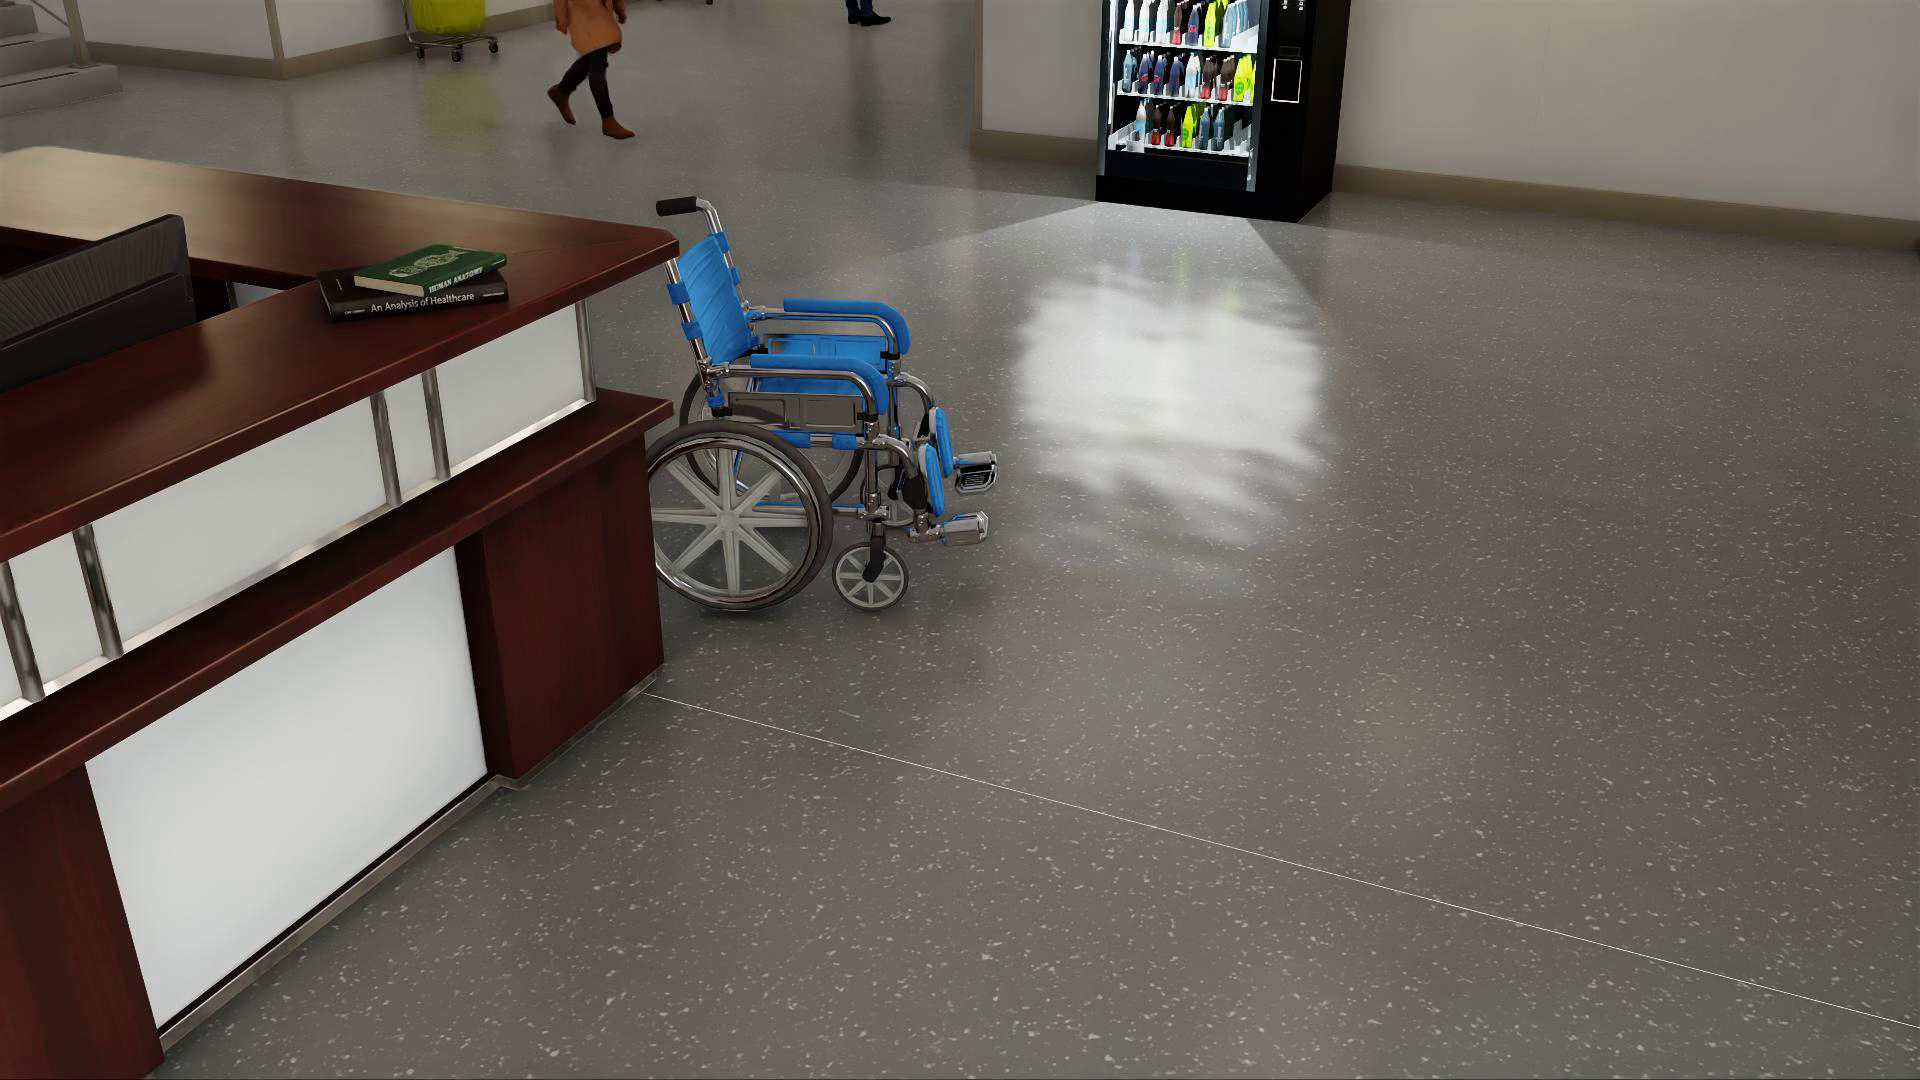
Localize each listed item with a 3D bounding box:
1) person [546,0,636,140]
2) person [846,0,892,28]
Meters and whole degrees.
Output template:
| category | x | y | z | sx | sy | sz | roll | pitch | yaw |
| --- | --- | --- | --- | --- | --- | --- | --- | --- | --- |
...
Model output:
| category | x | y | z | sx | sy | sz | roll | pitch | yaw |
| --- | --- | --- | --- | --- | --- | --- | --- | --- | --- |
| person | -2.528 | -3.545 | 11.036 | 1.089 | 1.694 | 0.700 | 14 | 29 | 27 |
| person | -0.930 | -5.804 | 15.538 | 0.818 | 1.893 | 0.687 | -18 | 31 | -33 |
